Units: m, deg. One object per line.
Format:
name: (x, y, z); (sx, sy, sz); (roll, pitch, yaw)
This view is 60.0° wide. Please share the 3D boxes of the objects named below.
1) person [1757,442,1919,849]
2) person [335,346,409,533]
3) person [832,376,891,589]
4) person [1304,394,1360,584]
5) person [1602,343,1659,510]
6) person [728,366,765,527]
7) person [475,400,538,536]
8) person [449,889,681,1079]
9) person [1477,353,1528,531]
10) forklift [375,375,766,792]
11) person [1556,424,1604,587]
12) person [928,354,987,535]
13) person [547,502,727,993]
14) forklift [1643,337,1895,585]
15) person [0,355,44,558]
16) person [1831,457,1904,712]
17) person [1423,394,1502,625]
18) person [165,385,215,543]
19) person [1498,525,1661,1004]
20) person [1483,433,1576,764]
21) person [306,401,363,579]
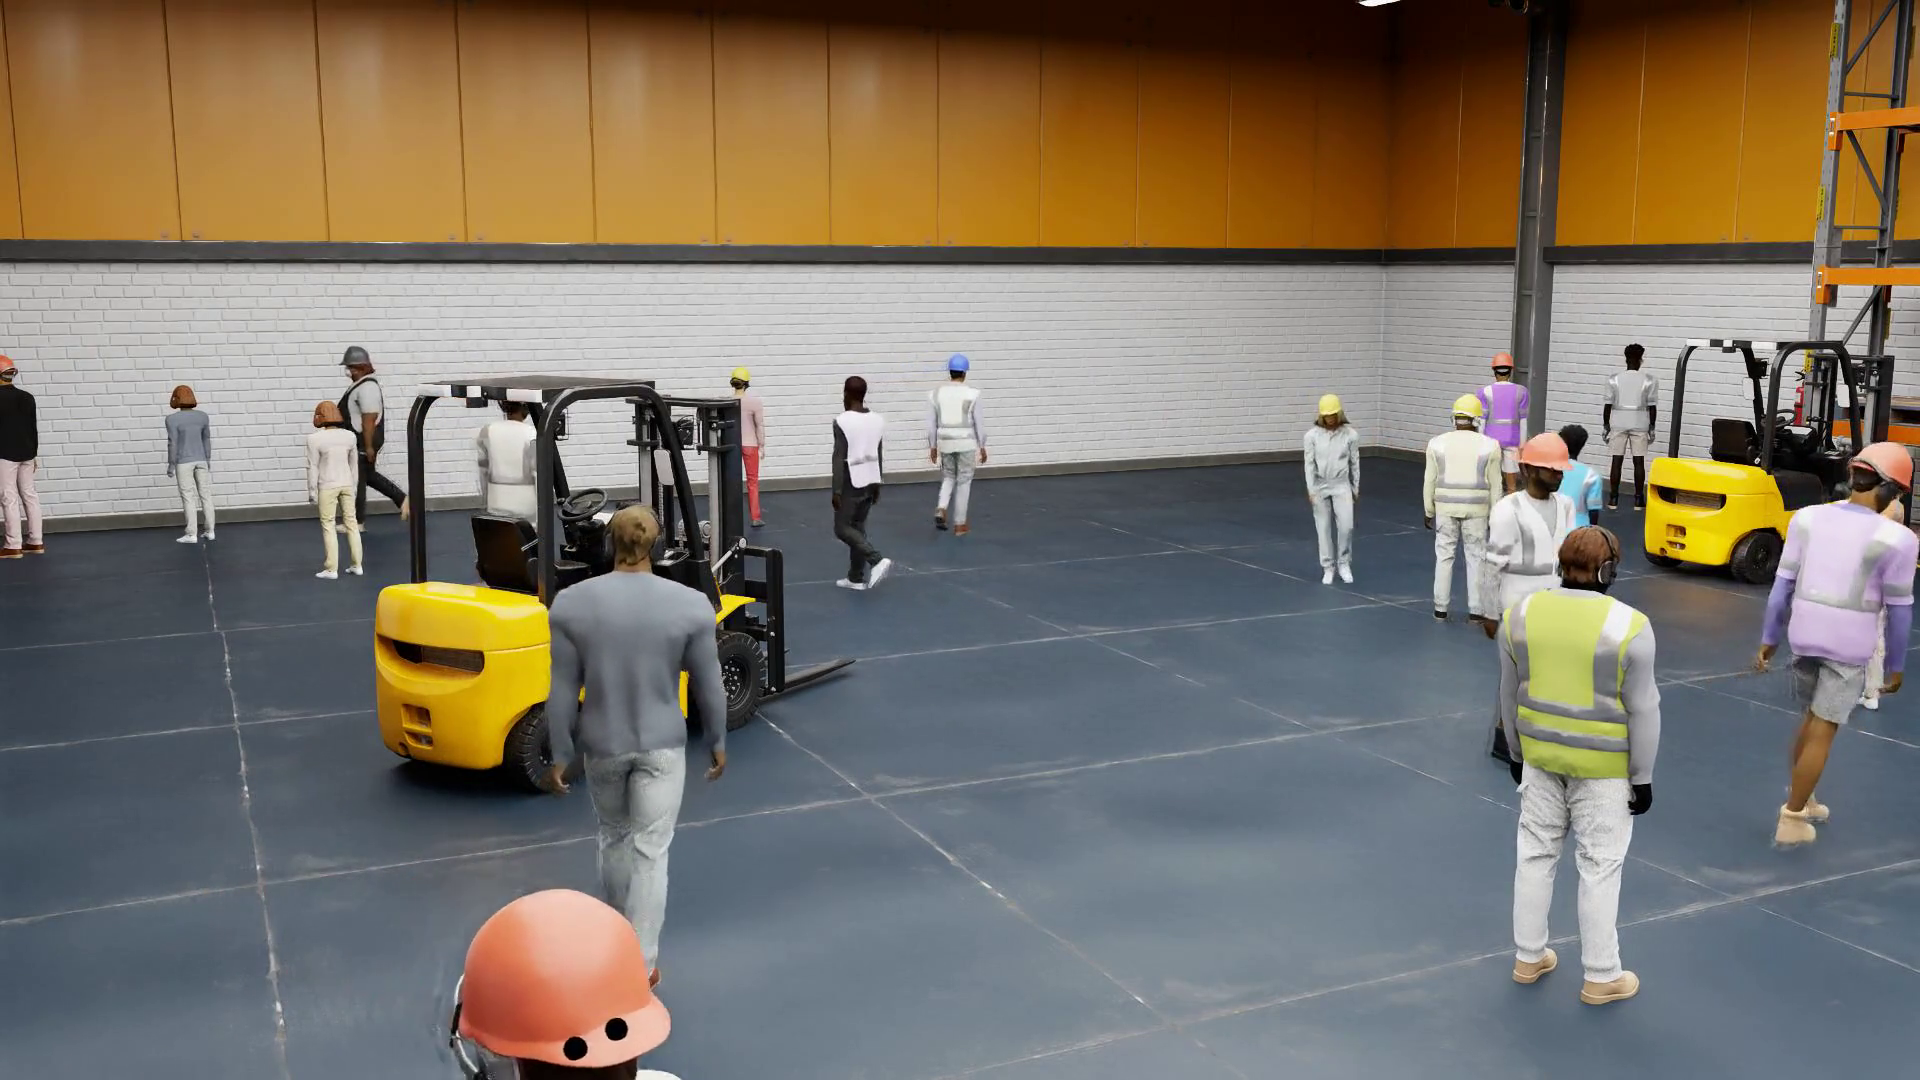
person: (4.284, 0.516, 8.062); (0.759, 1.984, 0.665); (-5, 10, -28)
person: (-6.371, -1.108, 17.958); (0.813, 2.000, 0.685); (-3, 10, -18)
person: (-0.863, -0.481, 14.506); (0.595, 1.897, 0.606); (7, 11, 37)
person: (3.310, -0.444, 14.838); (0.497, 1.719, 0.465); (2, 9, 11)
person: (7.873, -1.328, 19.571); (0.608, 1.959, 0.382); (4, 10, 24)
person: (-2.387, -1.013, 18.217); (0.523, 1.769, 0.316); (1, 9, 6)
person: (-3.441, -0.258, 12.883); (0.615, 1.992, 1.069); (1, 9, 5)
person: (-0.538, 1.437, 2.334); (0.443, 1.981, 0.645); (6, 11, 34)
person: (5.841, -1.057, 17.996); (0.543, 1.928, 0.374); (1, 9, 6)
forklift: (-2.268, 0.149, 9.685); (1.214, 2.155, 2.313); (6, 11, 32)
person: (4.447, -0.017, 12.321); (0.573, 1.669, 0.631); (3, 10, 21)
person: (-0.017, -1.005, 17.643); (0.617, 1.929, 0.455); (4, 10, 24)
person: (-1.247, 0.791, 6.588); (0.664, 1.905, 0.896); (0, 9, -1)
forklift: (7.551, -0.789, 15.507); (2.313, 2.155, 1.214); (-4, 10, -25)
person: (-9.325, -0.819, 16.340); (0.401, 1.988, 0.613); (2, 9, 12)
person: (5.694, 0.286, 10.538); (0.514, 1.645, 0.309); (-1, 9, -6)
person: (3.996, -0.241, 13.231); (0.600, 1.827, 0.404); (4, 10, 22)
person: (-7.972, -0.784, 17.208); (0.277, 1.632, 0.502); (5, 10, 28)
person: (2.387, 0.854, 6.414); (0.429, 1.841, 0.625); (-9, 13, -43)
person: (3.243, 0.370, 9.184); (0.553, 1.908, 0.777); (-6, 11, -31)
person: (-5.733, -0.461, 15.238); (0.286, 1.625, 0.497); (7, 12, 37)
